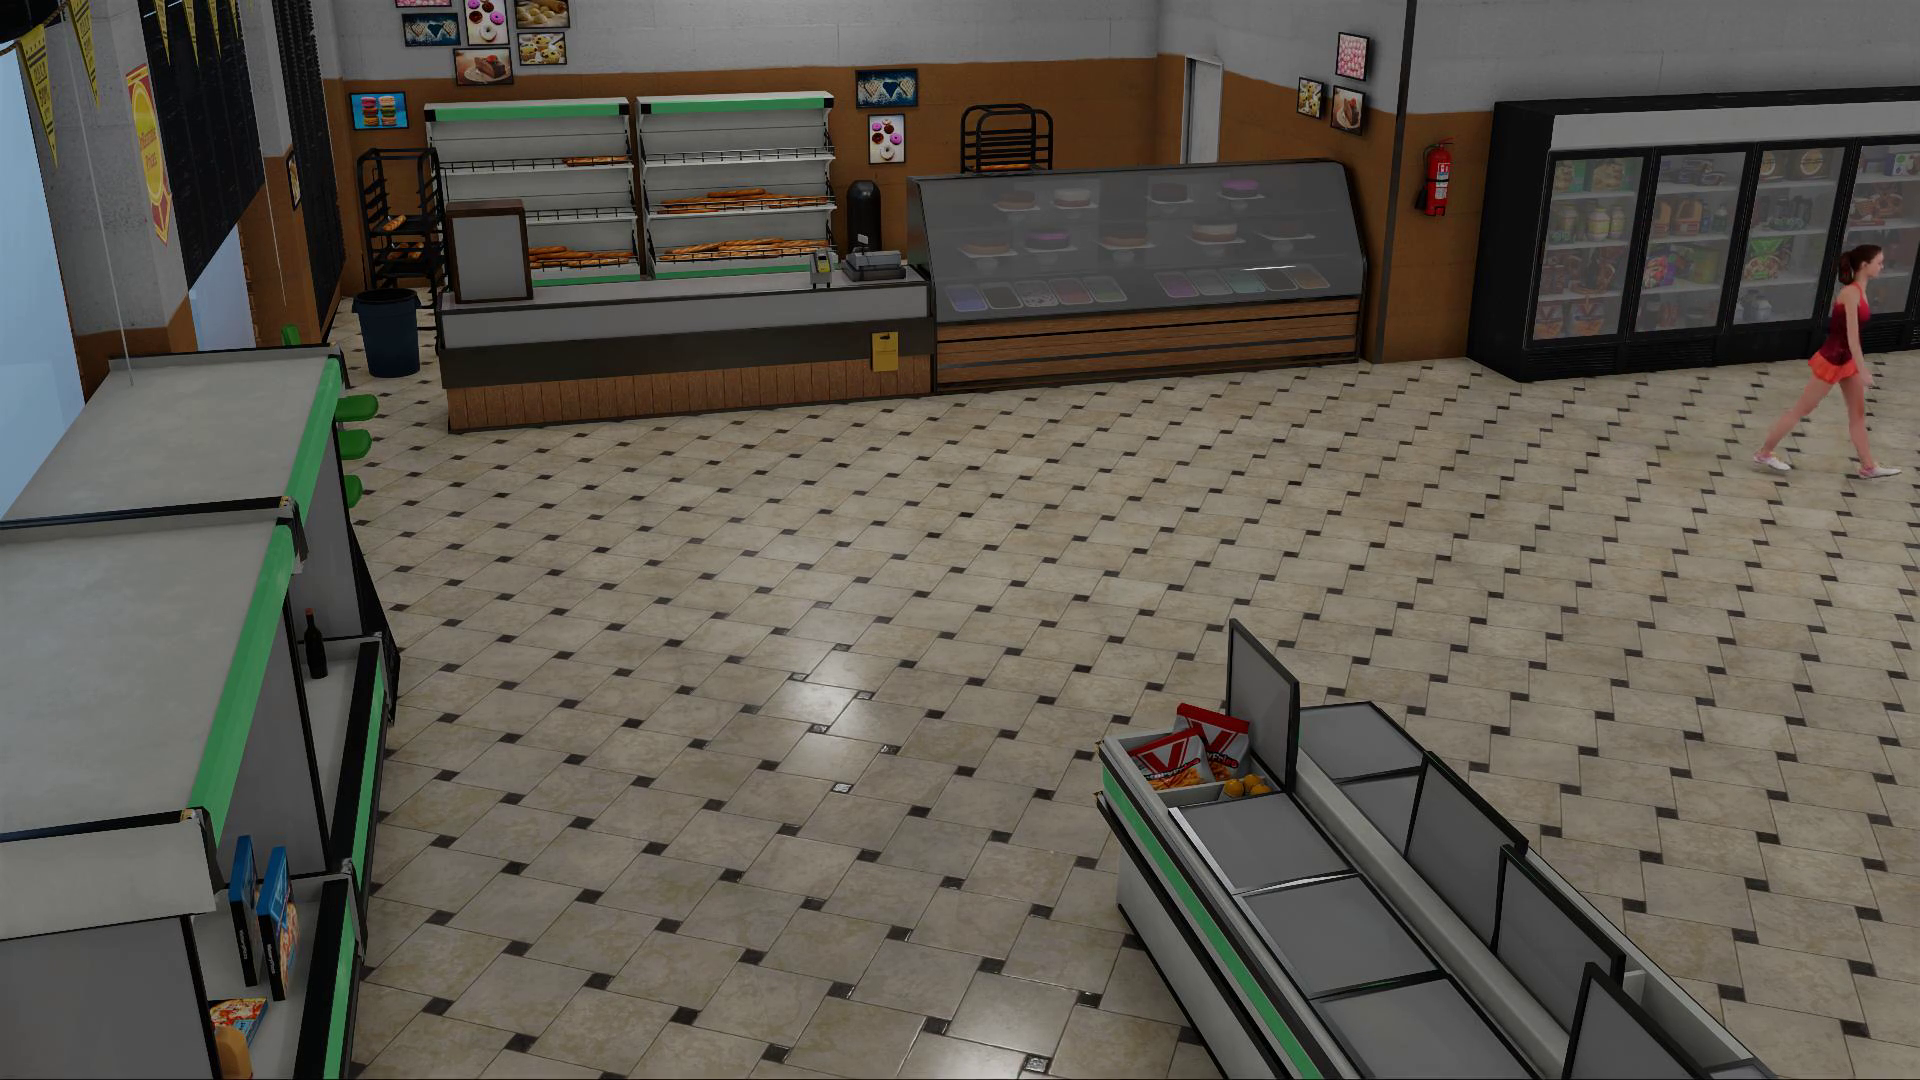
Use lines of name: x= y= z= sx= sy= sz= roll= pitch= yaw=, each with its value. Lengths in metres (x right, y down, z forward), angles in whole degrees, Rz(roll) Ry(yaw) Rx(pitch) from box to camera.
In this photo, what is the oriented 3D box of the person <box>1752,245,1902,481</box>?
person: x=6.223 y=-1.251 z=12.009 sx=1.203 sy=1.694 sz=1.075 roll=15 pitch=26 yaw=33
